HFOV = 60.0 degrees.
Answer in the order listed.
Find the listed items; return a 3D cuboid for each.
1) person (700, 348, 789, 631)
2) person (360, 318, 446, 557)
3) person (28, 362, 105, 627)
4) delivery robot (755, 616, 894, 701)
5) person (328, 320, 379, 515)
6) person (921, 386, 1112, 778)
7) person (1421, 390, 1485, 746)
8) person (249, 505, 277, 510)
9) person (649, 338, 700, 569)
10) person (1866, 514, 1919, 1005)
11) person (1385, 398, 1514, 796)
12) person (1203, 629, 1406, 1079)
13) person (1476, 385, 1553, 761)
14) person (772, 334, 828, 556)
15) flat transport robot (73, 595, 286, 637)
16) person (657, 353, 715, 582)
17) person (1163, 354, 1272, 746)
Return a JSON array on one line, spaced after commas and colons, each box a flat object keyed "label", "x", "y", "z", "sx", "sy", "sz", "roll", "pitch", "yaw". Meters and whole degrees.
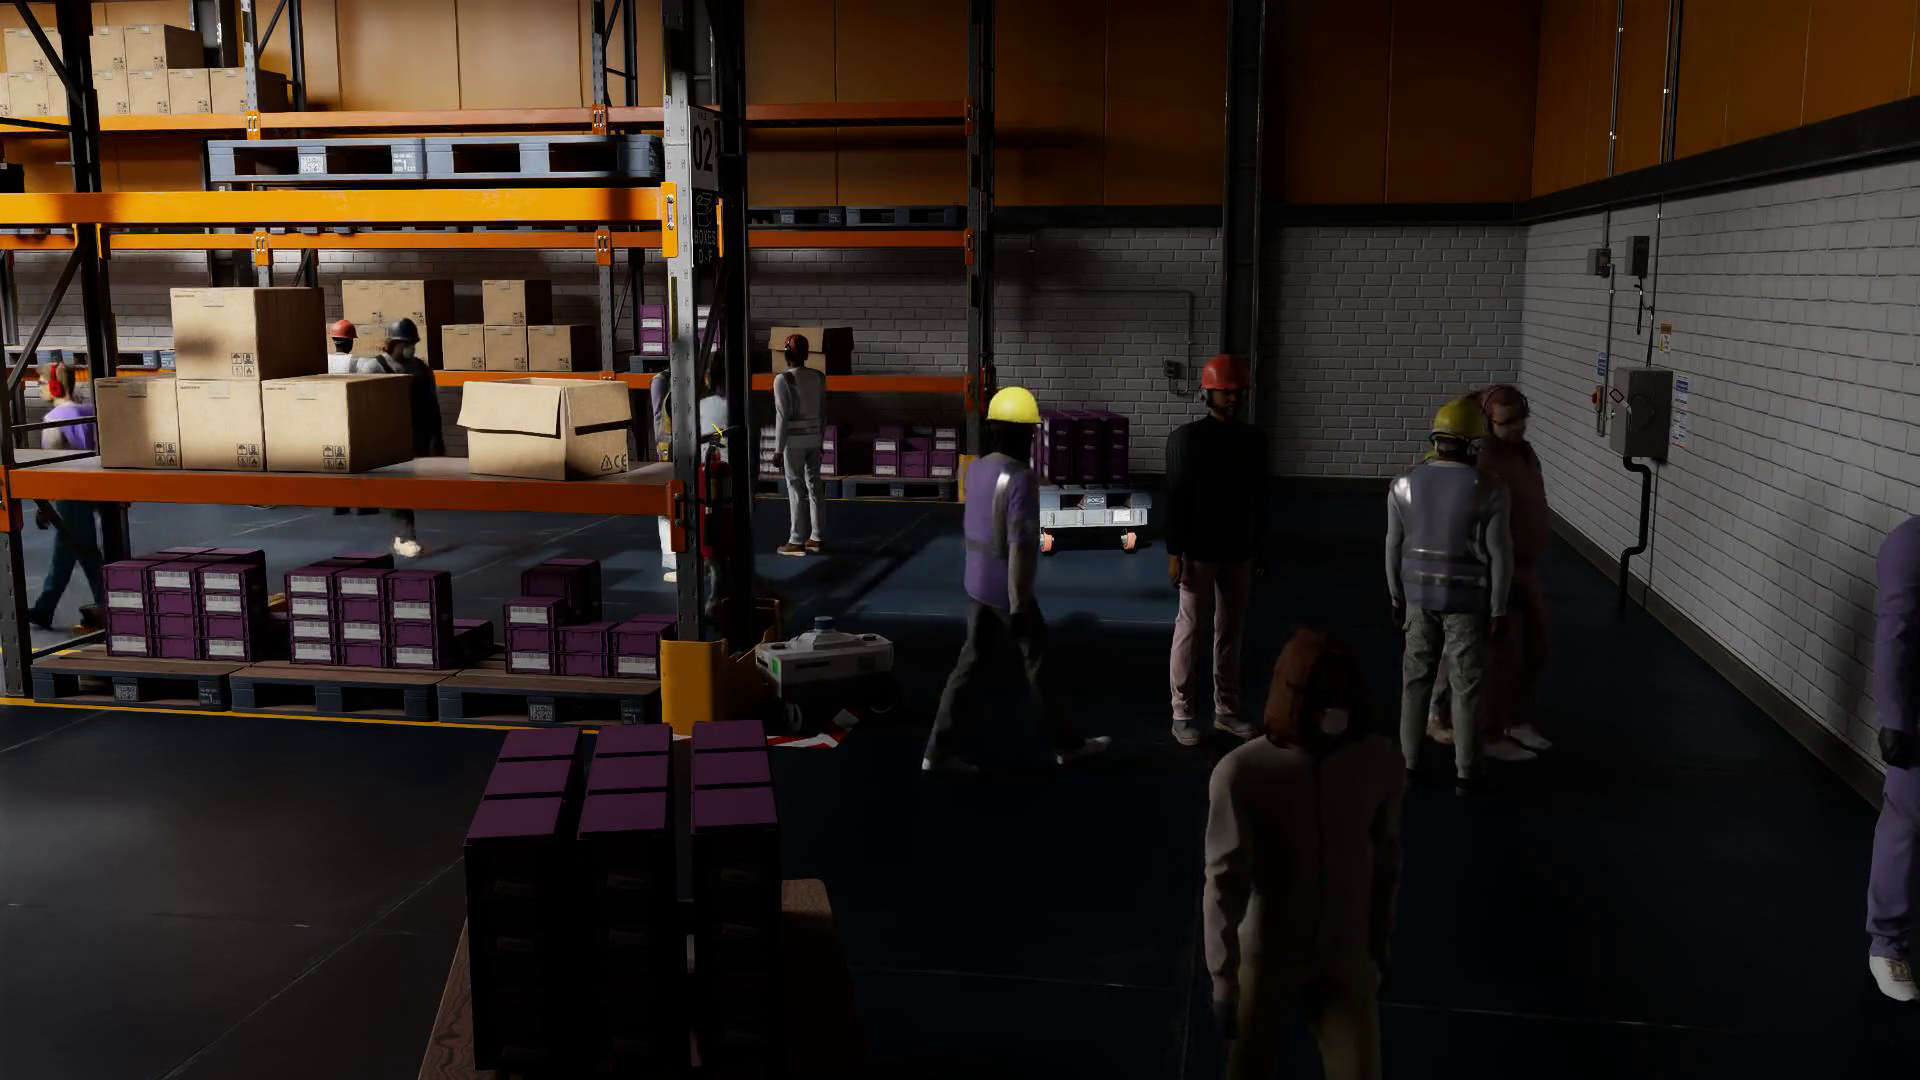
[{"label": "person", "x": -1.490, "y": -0.304, "z": 10.950, "sx": 0.831, "sy": 1.919, "sz": 0.632, "roll": 4, "pitch": 10, "yaw": 23}, {"label": "person", "x": -4.655, "y": -0.877, "z": 14.128, "sx": 0.805, "sy": 2.000, "sz": 0.698, "roll": 7, "pitch": 11, "yaw": 36}, {"label": "person", "x": -6.028, "y": -0.270, "z": 11.083, "sx": 0.850, "sy": 1.808, "sz": 0.599, "roll": -1, "pitch": 9, "yaw": -6}, {"label": "delivery robot", "x": -0.729, "y": 0.654, "z": 8.935, "sx": 0.707, "sy": 0.478, "sz": 0.477, "roll": -4, "pitch": 10, "yaw": -24}, {"label": "person", "x": -6.070, "y": -1.205, "z": 16.481, "sx": 0.547, "sy": 1.938, "sz": 0.359, "roll": 1, "pitch": 9, "yaw": 6}, {"label": "person", "x": 0.245, "y": 0.209, "z": 7.929, "sx": 0.989, "sy": 1.870, "sz": 0.598, "roll": -5, "pitch": 11, "yaw": -30}, {"label": "person", "x": 2.605, "y": 0.141, "z": 8.516, "sx": 0.629, "sy": 1.820, "sz": 0.442, "roll": -4, "pitch": 10, "yaw": -25}, {"label": "person", "x": -7.114, "y": -1.227, "z": 16.945, "sx": 0.404, "sy": 1.829, "sz": 0.600, "roll": -1, "pitch": 9, "yaw": -3}, {"label": "person", "x": -2.263, "y": -0.742, "z": 13.594, "sx": 0.399, "sy": 1.941, "sz": 0.603, "roll": 5, "pitch": 10, "yaw": 28}, {"label": "person", "x": 3.342, "y": 0.582, "z": 5.489, "sx": 0.641, "sy": 1.909, "sz": 0.401, "roll": 0, "pitch": 9, "yaw": -3}, {"label": "person", "x": 2.266, "y": 0.262, "z": 7.703, "sx": 0.591, "sy": 1.833, "sz": 0.404, "roll": 7, "pitch": 12, "yaw": 39}, {"label": "person", "x": 0.814, "y": 1.002, "z": 3.835, "sx": 0.521, "sy": 1.595, "sz": 0.801, "roll": -2, "pitch": 9, "yaw": -11}, {"label": "person", "x": 2.722, "y": 0.169, "z": 8.202, "sx": 0.479, "sy": 1.866, "sz": 0.687, "roll": 6, "pitch": 11, "yaw": 35}, {"label": "person", "x": -1.366, "y": -0.806, "z": 14.176, "sx": 0.362, "sy": 1.883, "sz": 0.575, "roll": 8, "pitch": 12, "yaw": 41}, {"label": "flat transport robot", "x": -5.036, "y": 0.499, "z": 11.061, "sx": 1.431, "sy": 0.197, "sz": 0.652, "roll": 1, "pitch": 9, "yaw": 9}, {"label": "person", "x": -2.140, "y": -0.596, "z": 12.997, "sx": 0.429, "sy": 1.845, "sz": 0.621, "roll": 2, "pitch": 9, "yaw": 13}, {"label": "person", "x": 1.326, "y": 0.048, "z": 8.526, "sx": 0.611, "sy": 1.996, "sz": 0.379, "roll": -4, "pitch": 10, "yaw": -23}]
